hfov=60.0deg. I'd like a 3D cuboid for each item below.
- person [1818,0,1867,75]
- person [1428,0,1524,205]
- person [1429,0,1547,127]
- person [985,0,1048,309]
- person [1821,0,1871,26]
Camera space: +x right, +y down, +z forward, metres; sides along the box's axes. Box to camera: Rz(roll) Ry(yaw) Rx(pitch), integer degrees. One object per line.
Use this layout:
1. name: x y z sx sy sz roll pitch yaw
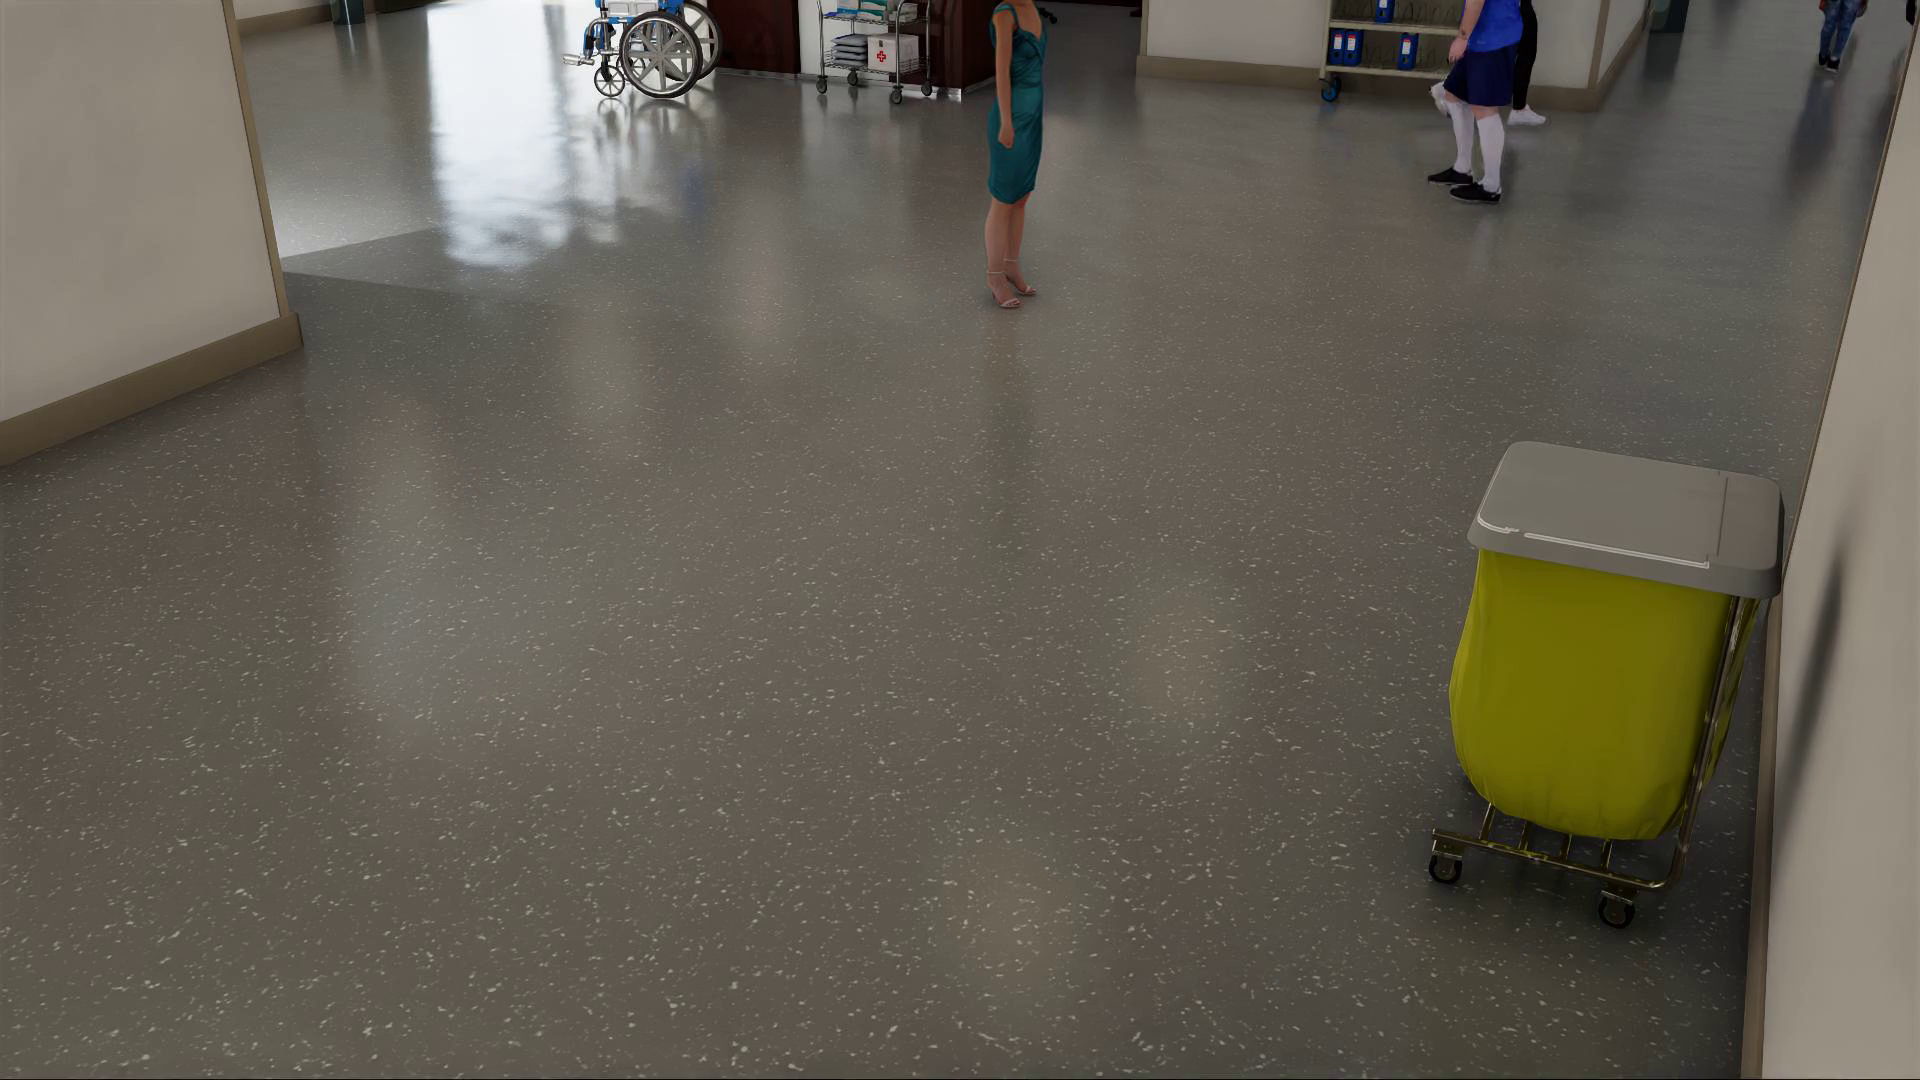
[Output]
1. person: 7.068 -4.345 13.280 0.847 1.234 0.657 16 30 30
2. person: 3.088 -2.822 9.440 0.667 1.826 0.679 10 28 21
3. person: 3.674 -3.628 11.363 1.141 1.607 0.902 0 26 1
4. person: 0.265 -1.945 7.783 0.474 1.686 0.548 12 28 23
5. person: 8.421 -5.653 15.524 0.825 1.641 0.835 -19 31 -33
